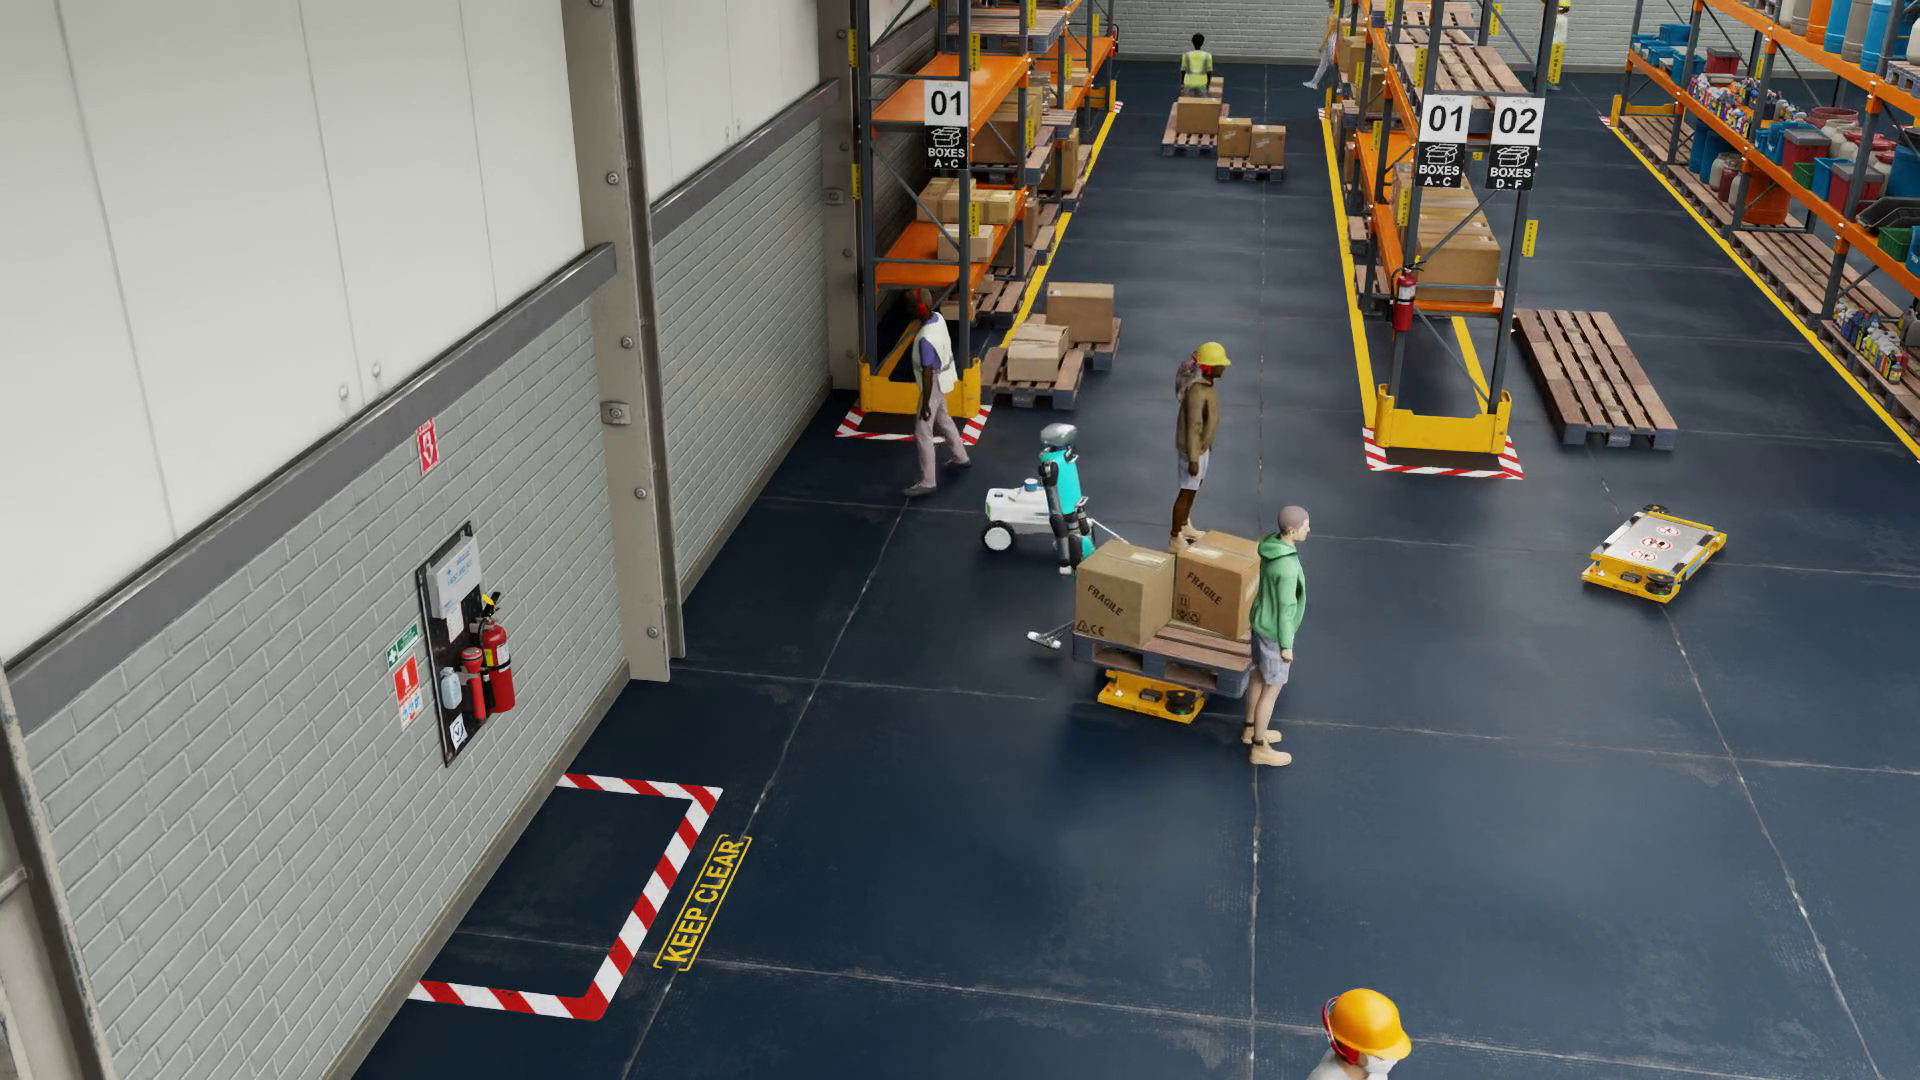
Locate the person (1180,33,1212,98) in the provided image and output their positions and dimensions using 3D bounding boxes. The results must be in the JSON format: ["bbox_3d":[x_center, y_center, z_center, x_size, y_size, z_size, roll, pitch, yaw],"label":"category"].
[{"bbox_3d":[3.994,-7.728,28.216,0.536,1.688,0.388,3,25,5],"label":"person"}]

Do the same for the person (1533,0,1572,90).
[{"bbox_3d":[11.458,-9.546,32.044,0.480,1.754,0.522,-3,25,-6],"label":"person"}]

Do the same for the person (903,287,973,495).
[{"bbox_3d":[-0.198,-1.309,14.338,0.530,1.814,0.795,4,25,9],"label":"person"}]

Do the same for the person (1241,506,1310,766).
[{"bbox_3d":[1.962,0.584,10.379,0.320,1.735,0.478,-2,25,-3],"label":"person"}]

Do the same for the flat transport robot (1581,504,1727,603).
[{"bbox_3d":[5.507,0.098,13.149,0.659,0.231,1.431,19,31,35],"label":"flat transport robot"}]

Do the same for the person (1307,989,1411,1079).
[{"bbox_3d":[1.417,2.447,6.203,0.358,1.894,0.580,16,29,30],"label":"person"}]

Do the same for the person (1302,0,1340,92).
[{"bbox_3d":[7.116,-9.557,31.988,0.967,1.806,0.540,15,29,30],"label":"person"}]

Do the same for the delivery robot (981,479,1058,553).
[{"bbox_3d":[0.543,-0.202,13.460,0.783,0.601,0.499,3,25,7],"label":"delivery robot"}]

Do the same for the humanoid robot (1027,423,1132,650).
[{"bbox_3d":[0.954,0.066,11.477,0.970,1.725,0.539,9,26,18],"label":"humanoid robot"}]

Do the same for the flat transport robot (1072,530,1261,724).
[{"bbox_3d":[1.532,0.819,11.605,0.659,0.231,1.431,12,28,24],"label":"flat transport robot"}]

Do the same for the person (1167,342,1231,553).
[{"bbox_3d":[1.889,-0.738,13.193,0.418,1.752,0.558,8,26,18],"label":"person"}]
